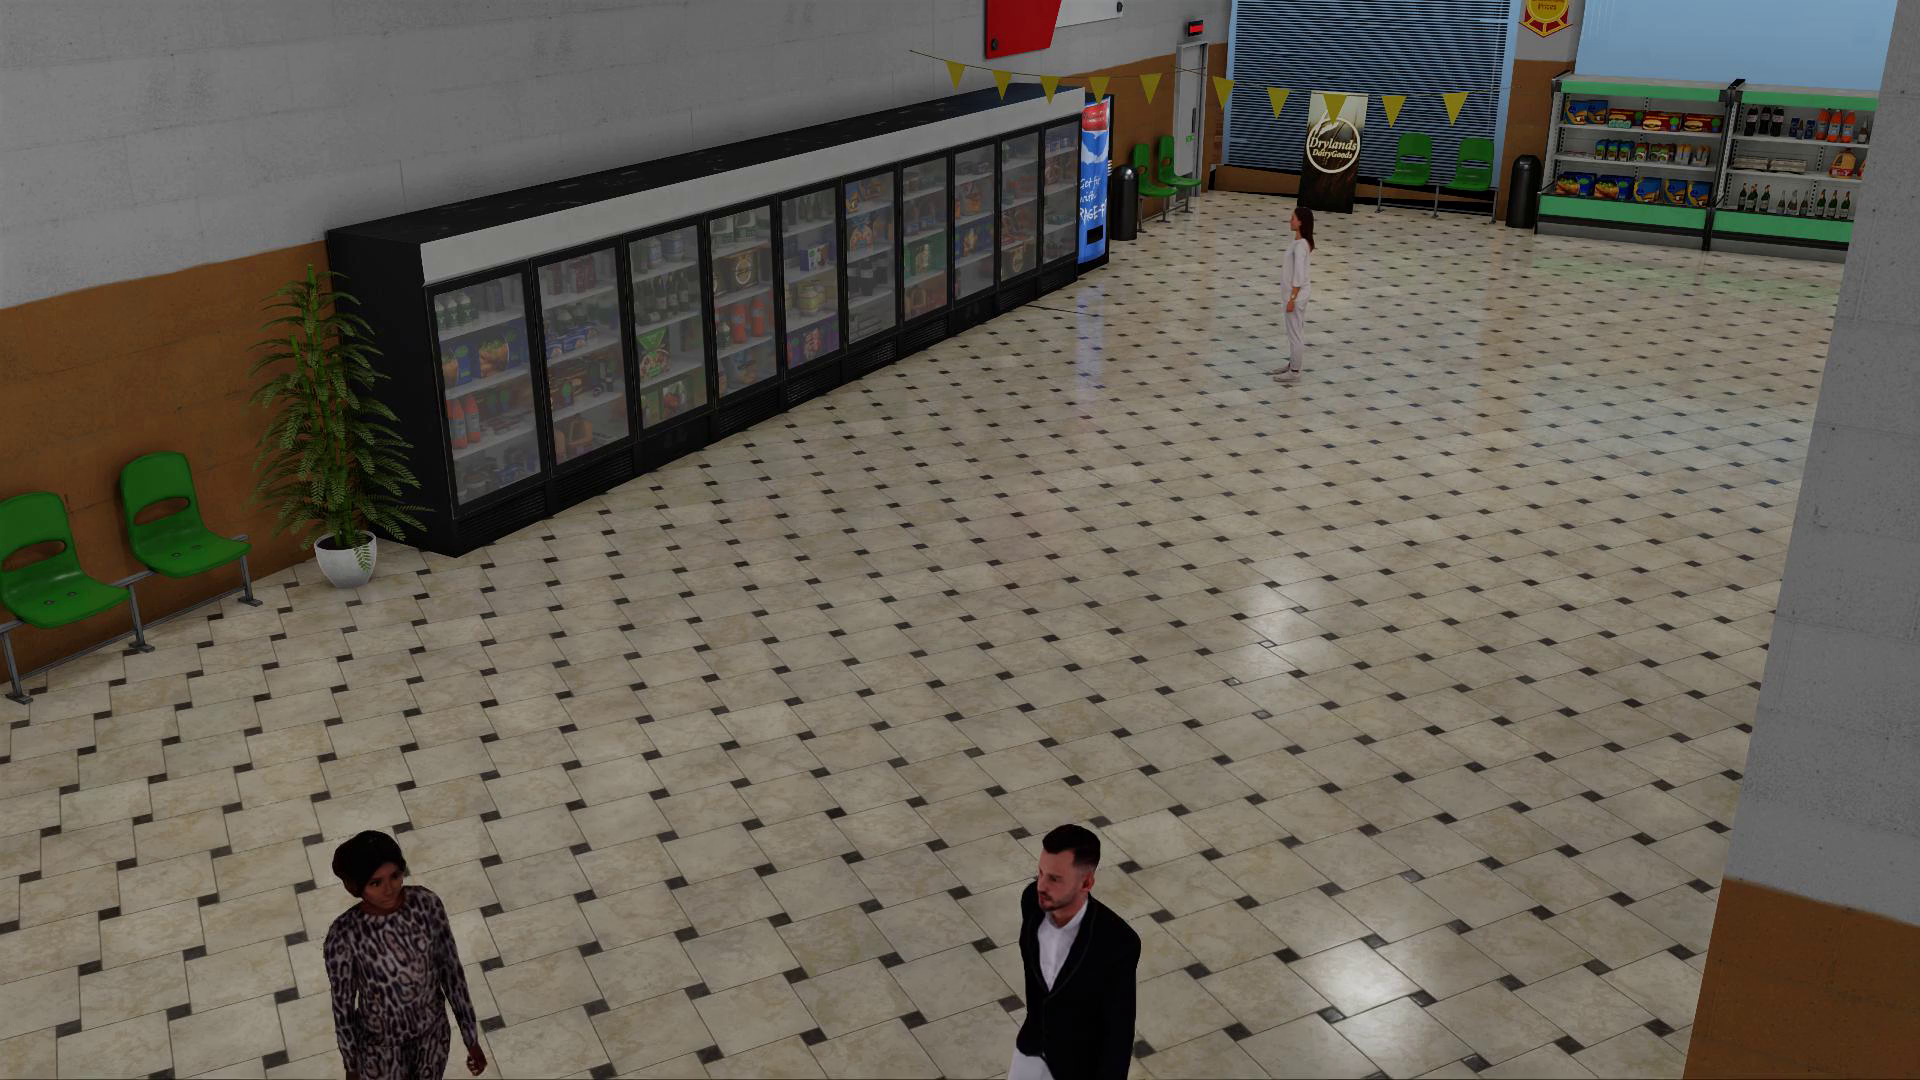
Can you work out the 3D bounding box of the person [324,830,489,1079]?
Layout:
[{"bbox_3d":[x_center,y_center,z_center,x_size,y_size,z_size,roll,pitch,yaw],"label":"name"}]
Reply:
[{"bbox_3d":[-1.977,1.737,5.817,0.681,1.697,0.812,-20,29,-41],"label":"person"}]

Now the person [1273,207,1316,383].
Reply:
[{"bbox_3d":[3.250,-2.376,16.065,0.644,1.689,0.664,4,22,11],"label":"person"}]

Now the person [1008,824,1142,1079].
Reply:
[{"bbox_3d":[0.447,1.756,5.652,0.971,1.785,1.252,-20,29,-41],"label":"person"}]
